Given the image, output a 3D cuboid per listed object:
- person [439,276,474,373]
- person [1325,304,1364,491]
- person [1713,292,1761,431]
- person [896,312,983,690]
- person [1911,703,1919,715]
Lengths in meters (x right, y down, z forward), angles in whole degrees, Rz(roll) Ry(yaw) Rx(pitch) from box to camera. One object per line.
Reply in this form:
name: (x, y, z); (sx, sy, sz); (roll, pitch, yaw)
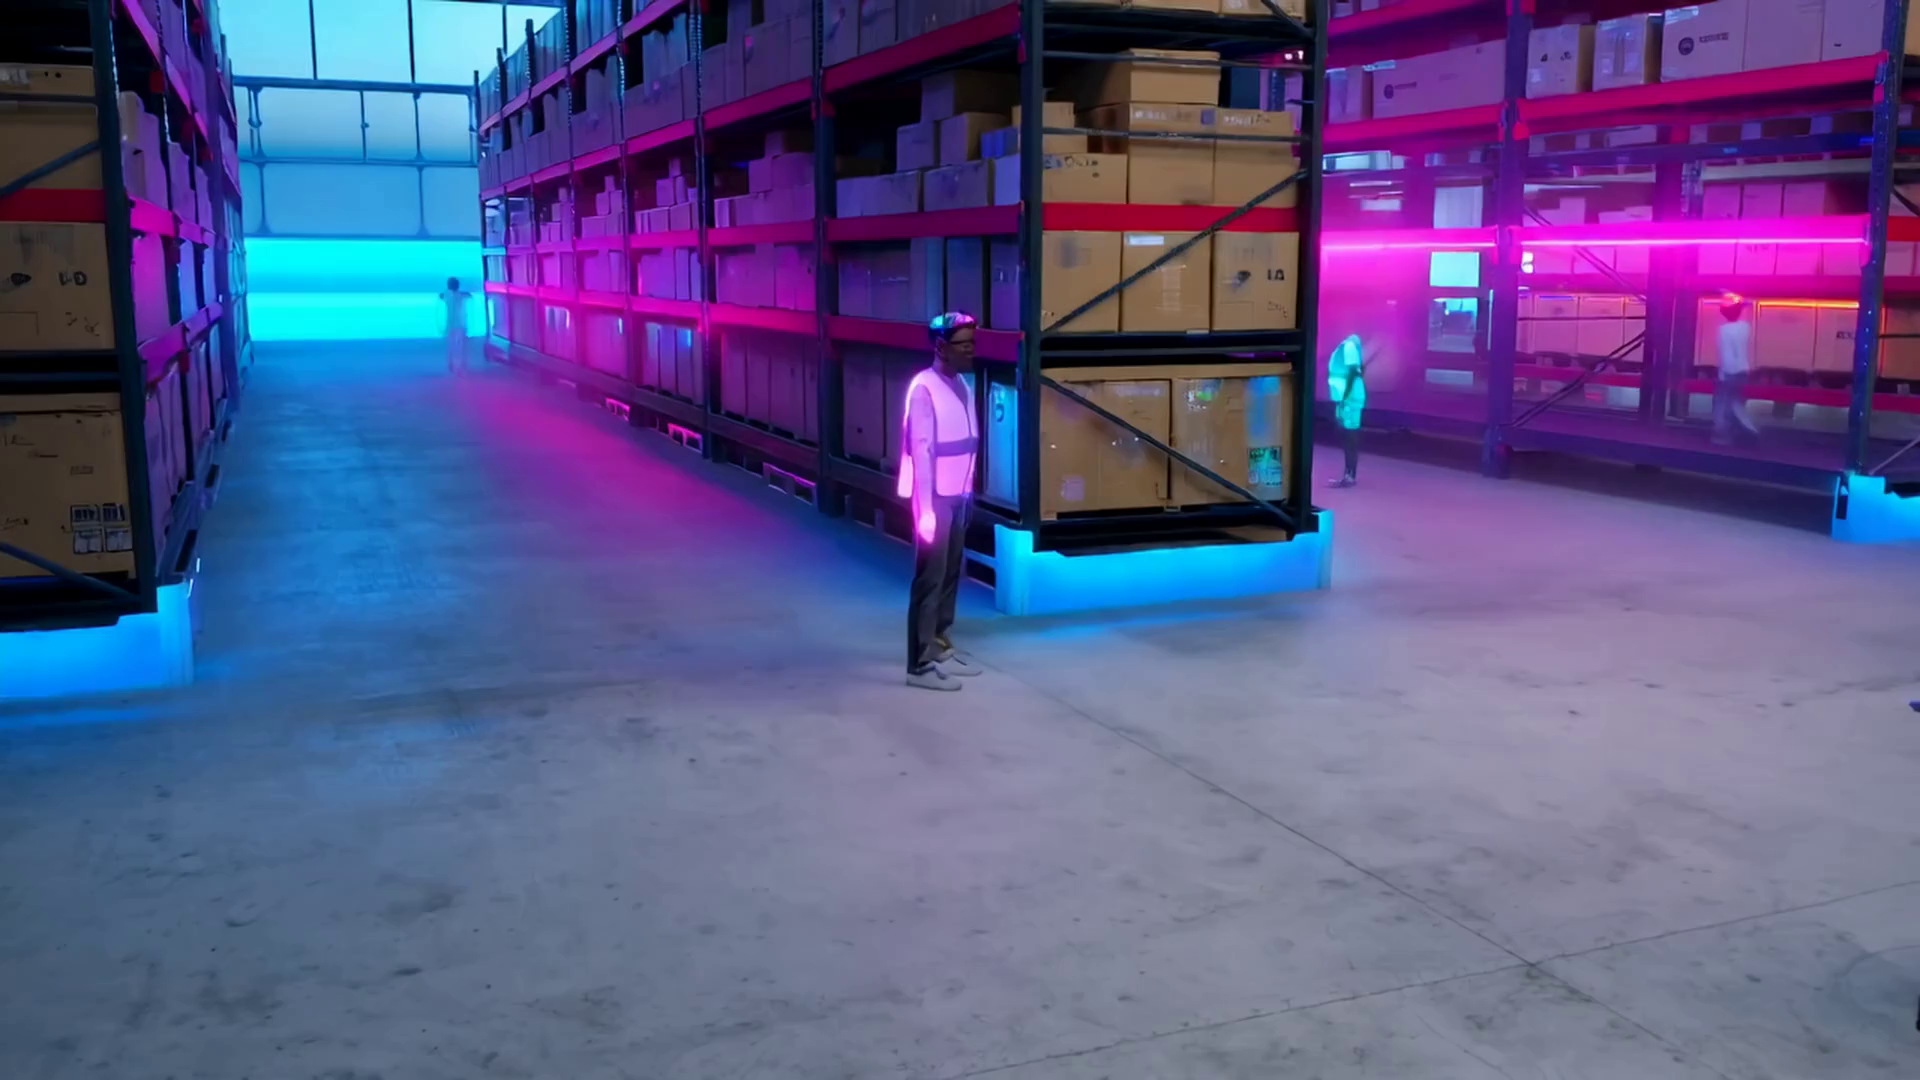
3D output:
person: (-9.541, -4.076, 31.494); (0.652, 1.797, 0.950); (-4, 10, -22)
person: (3.514, -1.292, 15.144); (0.318, 1.697, 0.535); (2, 10, 9)
person: (8.436, -1.819, 18.123); (0.540, 1.751, 0.530); (-5, 11, -26)
person: (-0.106, -0.193, 8.151); (0.382, 1.836, 0.565); (3, 10, 19)
person: (4.643, -0.123, 7.546); (0.642, 1.900, 0.400); (-9, 13, -43)
